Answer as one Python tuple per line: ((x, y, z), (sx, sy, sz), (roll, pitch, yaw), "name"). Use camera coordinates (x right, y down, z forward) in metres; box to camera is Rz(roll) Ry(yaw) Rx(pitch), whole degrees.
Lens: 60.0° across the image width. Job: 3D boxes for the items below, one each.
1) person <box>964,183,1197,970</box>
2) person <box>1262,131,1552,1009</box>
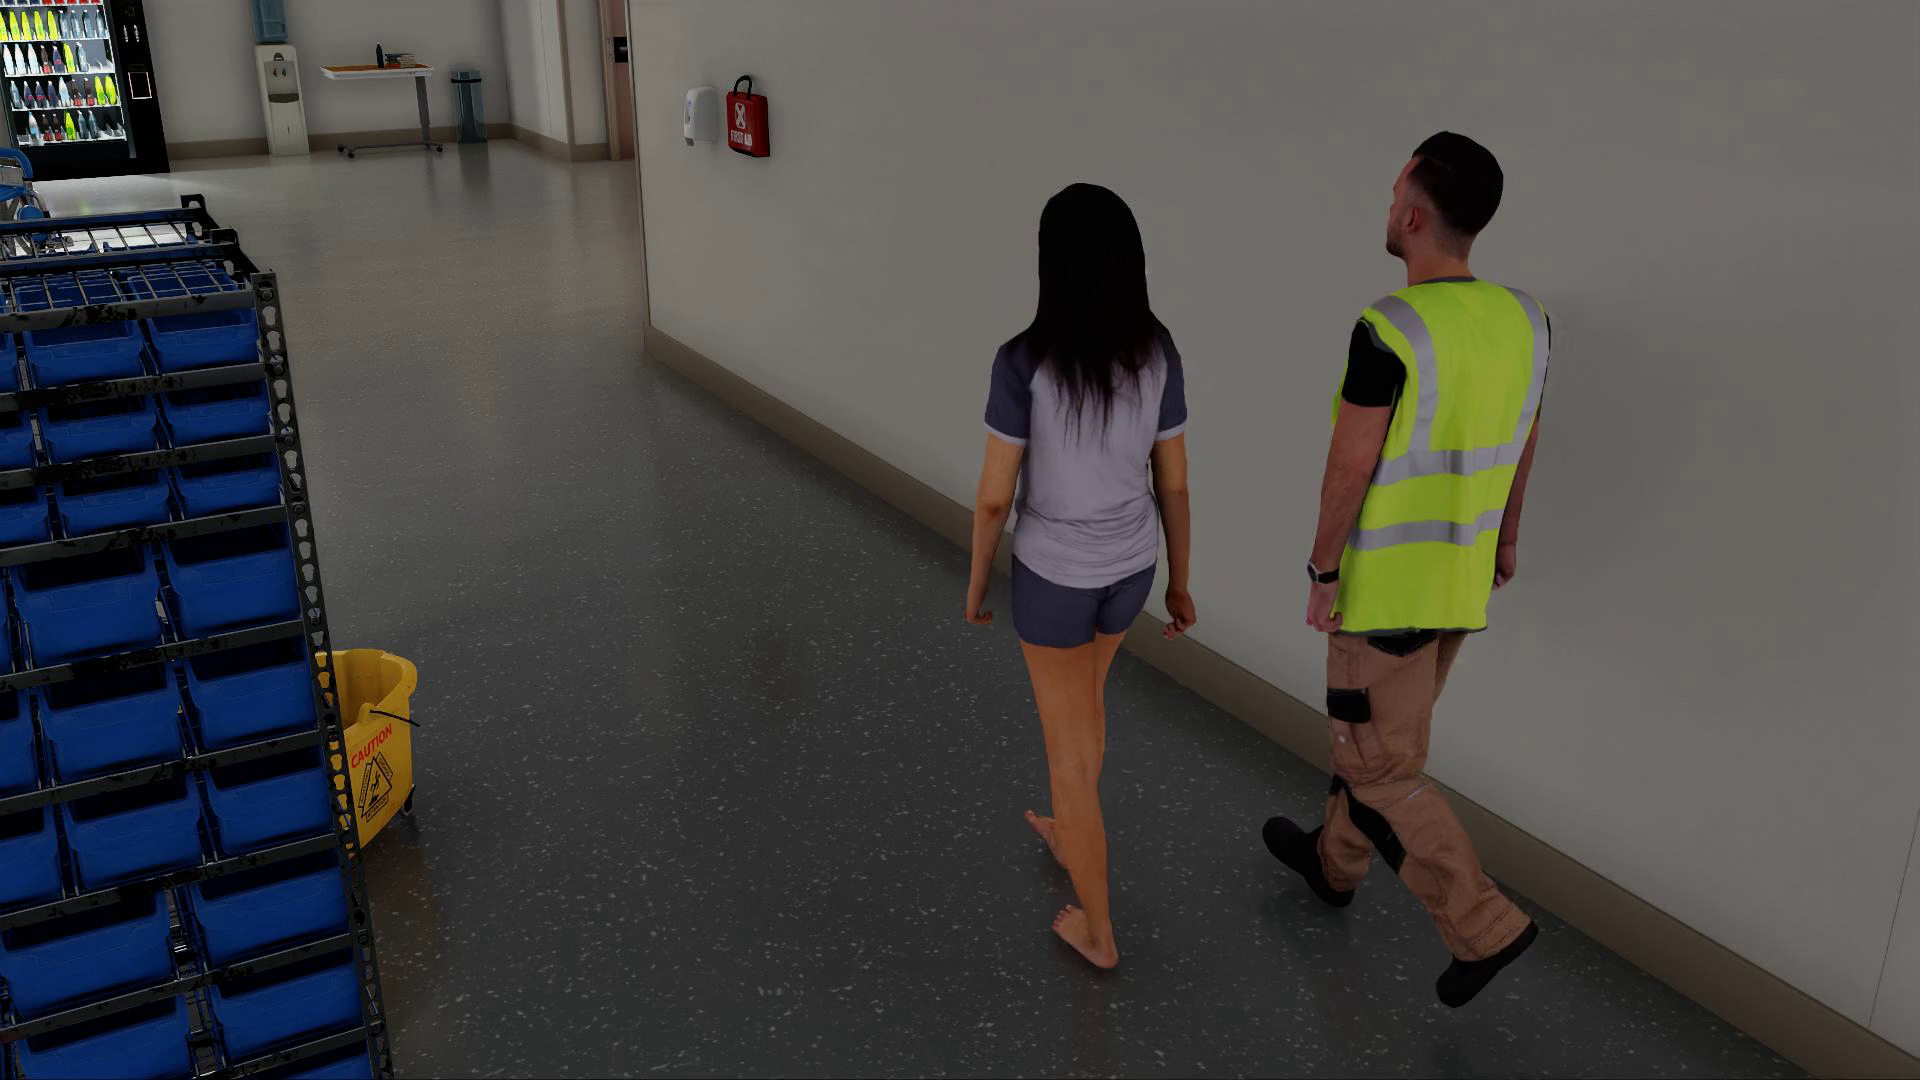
((0.302, 0.133, 3.563), (0.799, 1.709, 0.724), (-10, 23, -24), "person")
((0.976, 0.104, 3.483), (1.047, 1.820, 0.807), (-13, 24, -31), "person")
